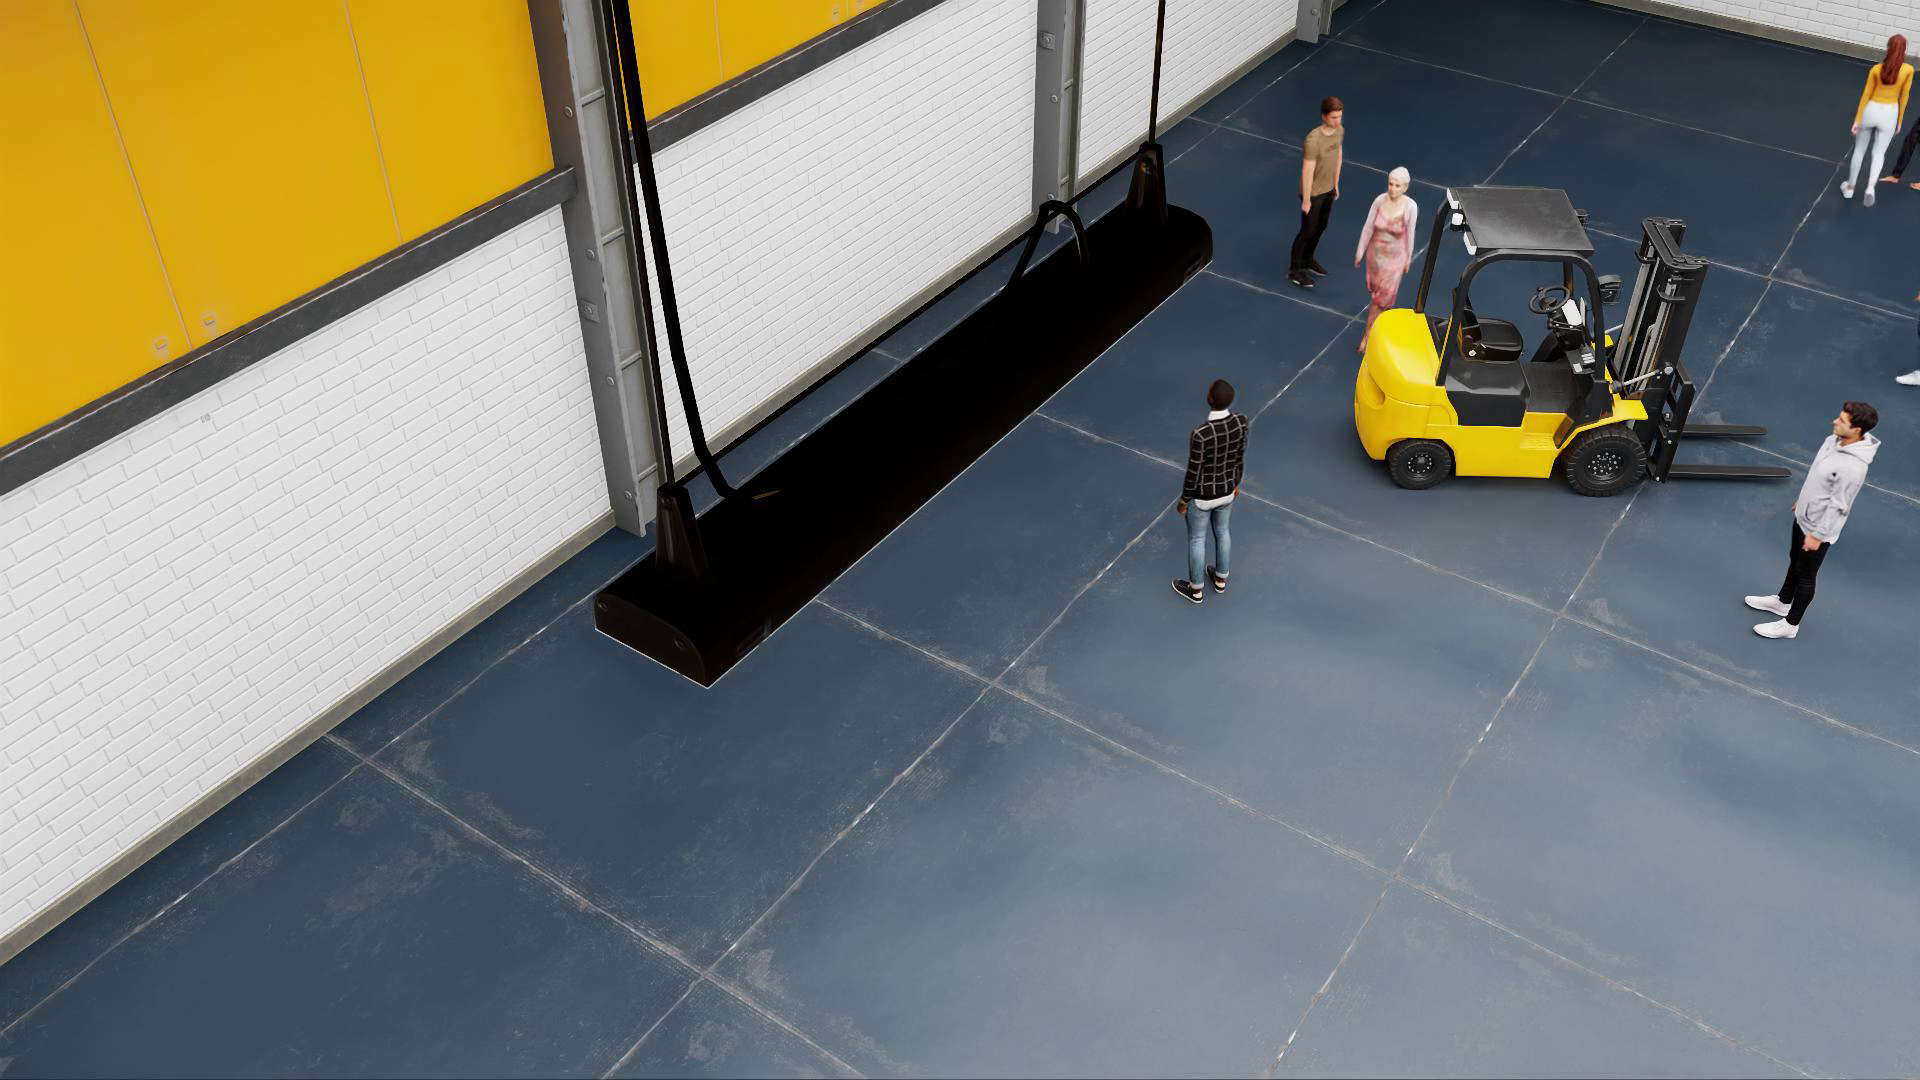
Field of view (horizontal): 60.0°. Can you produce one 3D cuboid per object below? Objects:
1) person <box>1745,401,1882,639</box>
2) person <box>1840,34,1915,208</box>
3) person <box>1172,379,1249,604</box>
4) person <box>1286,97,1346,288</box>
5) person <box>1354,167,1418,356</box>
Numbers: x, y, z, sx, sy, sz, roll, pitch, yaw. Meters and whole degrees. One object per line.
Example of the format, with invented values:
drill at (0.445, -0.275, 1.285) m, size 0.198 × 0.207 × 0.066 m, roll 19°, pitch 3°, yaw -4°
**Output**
person at (5.967, -0.150, 11.533) m, size 0.832 × 1.930 × 0.697 m, roll 6°, pitch 39°, yaw 8°
person at (9.252, -4.186, 16.752) m, size 0.773 × 1.723 × 1.040 m, roll 16°, pitch 41°, yaw 20°
person at (1.796, -0.346, 11.867) m, size 0.653 × 1.819 × 0.804 m, roll -18°, pitch 42°, yaw -22°
person at (3.322, -3.267, 15.506) m, size 0.775 × 1.842 × 0.584 m, roll 30°, pitch 47°, yaw 32°
person at (3.794, -2.536, 14.744) m, size 0.641 × 1.651 × 1.068 m, roll 21°, pitch 43°, yaw 24°
